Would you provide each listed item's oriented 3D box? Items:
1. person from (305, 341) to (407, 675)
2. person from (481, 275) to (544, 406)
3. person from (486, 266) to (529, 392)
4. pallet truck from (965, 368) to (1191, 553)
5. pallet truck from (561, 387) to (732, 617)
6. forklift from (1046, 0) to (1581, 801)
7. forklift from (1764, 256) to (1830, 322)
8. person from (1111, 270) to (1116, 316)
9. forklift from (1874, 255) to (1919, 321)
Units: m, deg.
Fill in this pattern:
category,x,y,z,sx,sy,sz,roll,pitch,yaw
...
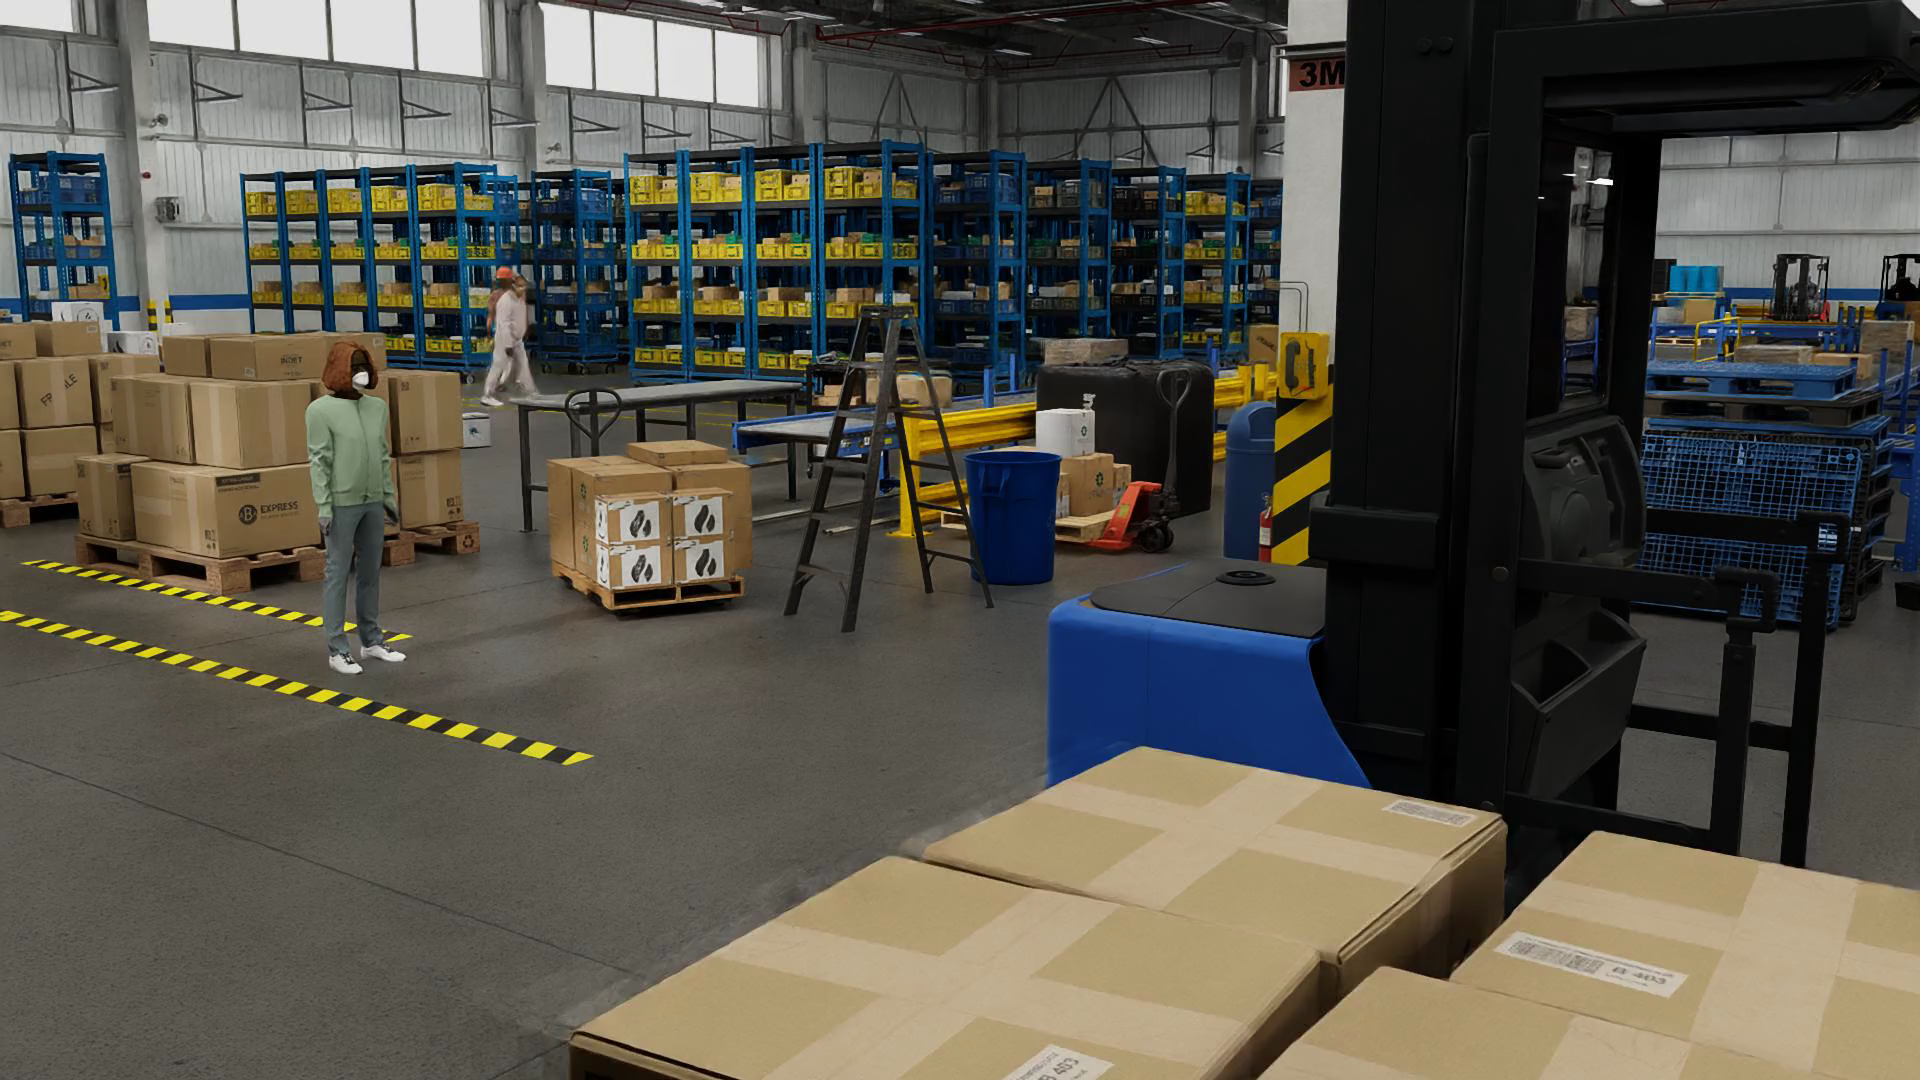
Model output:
category,x,y,z,sx,sy,sz,roll,pitch,yaw
person,-2.990,-0.165,8.232,0.285,1.633,0.498,4,11,25
person,-6.235,-2.768,23.174,1.023,1.827,0.679,2,10,10
person,-7.047,-3.270,25.830,0.636,1.934,1.050,3,10,16
pallet truck,0.845,-0.609,11.869,1.630,1.274,0.653,7,12,35
pallet truck,-1.981,-0.274,10.088,0.680,1.201,1.601,-5,11,-28
forklift,1.249,-0.137,4.360,1.873,2.768,1.129,7,12,35
forklift,20.253,-5.854,40.139,1.157,1.987,2.680,7,12,35
person,3.668,-5.393,38.732,0.564,1.847,0.395,4,10,21
forklift,22.089,-5.634,38.796,1.157,1.987,2.680,6,11,33
